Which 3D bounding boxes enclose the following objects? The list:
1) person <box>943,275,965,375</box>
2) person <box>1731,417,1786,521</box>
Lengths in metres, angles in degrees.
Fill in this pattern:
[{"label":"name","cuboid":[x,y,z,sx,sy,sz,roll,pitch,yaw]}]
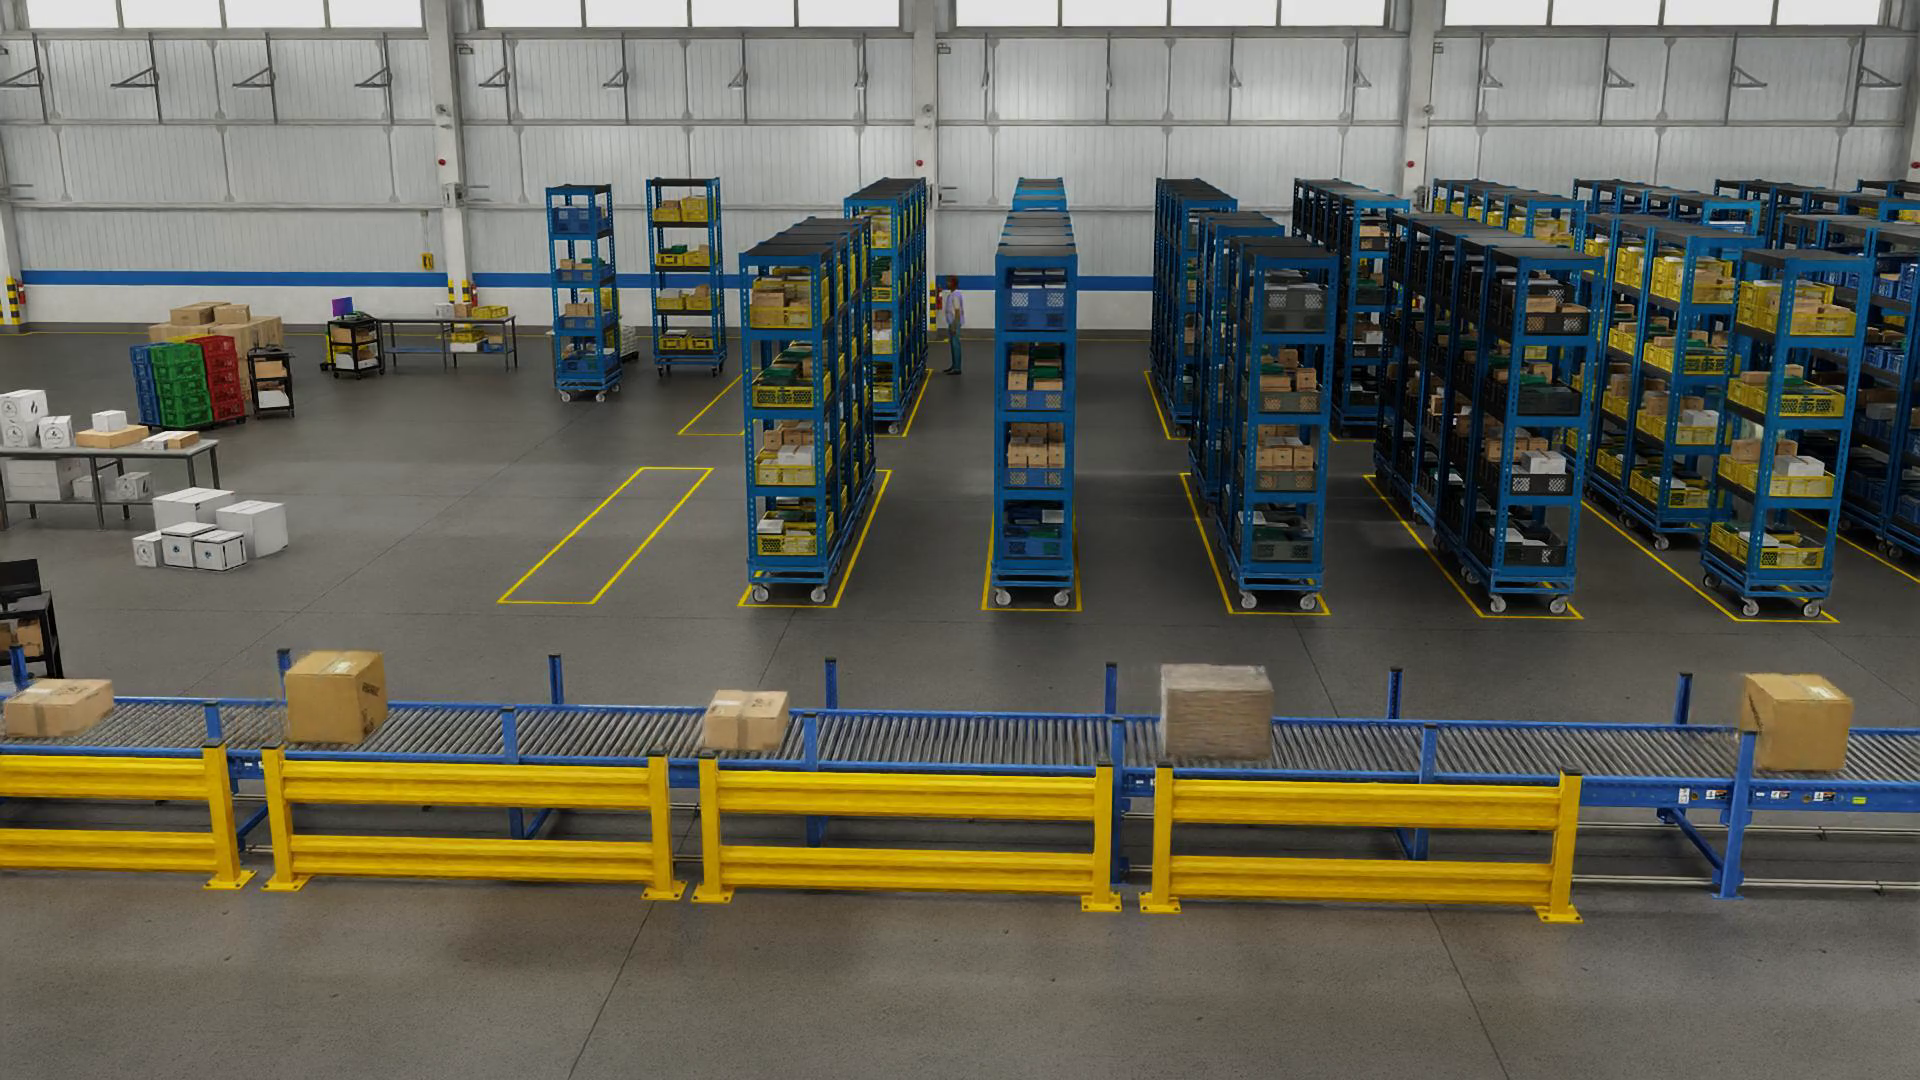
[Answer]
[{"label":"person","cuboid":[-0.102,-3.998,30.875,0.387,1.849,0.566,-2,15,-8]},{"label":"person","cuboid":[9.540,-1.016,19.875,0.607,1.819,0.499,1,15,3]}]
